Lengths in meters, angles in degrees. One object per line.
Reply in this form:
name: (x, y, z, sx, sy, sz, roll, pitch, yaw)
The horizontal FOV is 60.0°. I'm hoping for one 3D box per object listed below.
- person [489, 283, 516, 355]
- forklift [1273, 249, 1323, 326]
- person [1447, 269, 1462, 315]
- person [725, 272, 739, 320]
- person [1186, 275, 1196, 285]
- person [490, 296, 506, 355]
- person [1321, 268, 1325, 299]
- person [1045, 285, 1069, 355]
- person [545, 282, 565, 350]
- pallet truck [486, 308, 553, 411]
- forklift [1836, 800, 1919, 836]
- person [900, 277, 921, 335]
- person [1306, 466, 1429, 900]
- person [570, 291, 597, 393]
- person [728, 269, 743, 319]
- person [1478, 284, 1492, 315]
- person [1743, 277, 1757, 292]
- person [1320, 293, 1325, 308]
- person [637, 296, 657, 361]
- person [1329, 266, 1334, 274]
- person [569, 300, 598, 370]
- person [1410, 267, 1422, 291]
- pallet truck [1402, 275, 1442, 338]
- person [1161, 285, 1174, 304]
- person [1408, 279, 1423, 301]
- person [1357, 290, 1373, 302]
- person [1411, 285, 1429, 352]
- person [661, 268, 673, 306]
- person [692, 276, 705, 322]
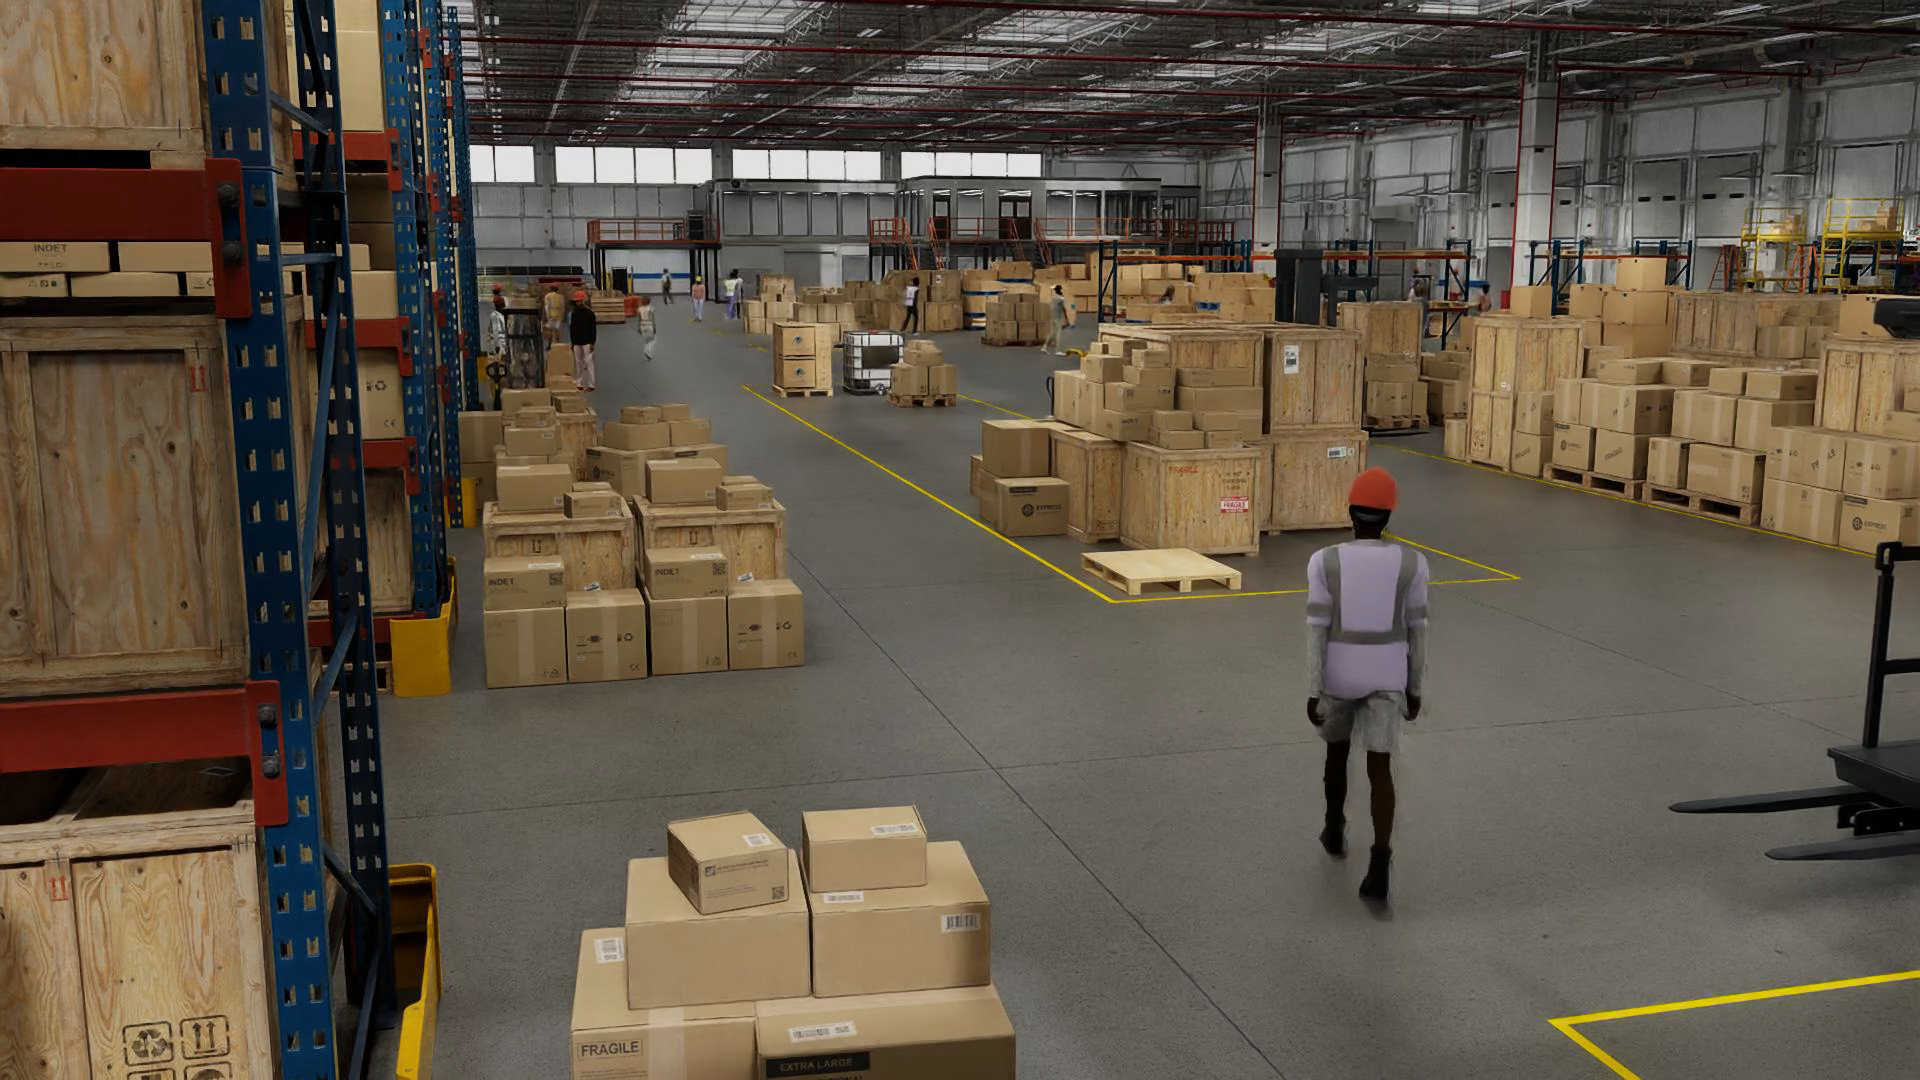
person: (-12.032, -5.779, 43.657, 0.801, 1.914, 0.549, 6, 11, 29)
forklift: (4.855, -2.824, 24.162, 1.873, 2.768, 1.129, -3, 10, -15)
person: (20.797, -10.454, 70.042, 0.631, 1.925, 1.066, 1, 10, 3)
person: (-8.937, -9.504, 64.850, 0.614, 1.882, 0.848, 6, 12, 31)
person: (8.252, -8.582, 59.737, 0.367, 1.852, 0.590, -6, 12, -31)
person: (-9.130, -3.885, 32.993, 0.337, 1.882, 0.585, 0, 10, -3)
person: (17.216, -12.066, 79.480, 0.431, 1.836, 0.619, -9, 14, -43)
person: (2.570, -5.801, 43.936, 0.439, 1.861, 0.685, -7, 12, -33)
person: (-11.189, -6.161, 45.893, 0.592, 1.870, 0.862, -5, 11, -27)
pallet truck: (-6.242, -2.418, 24.362, 0.823, 1.965, 1.885, 1, 10, 3)
forklift: (5.325, 0.103, 7.593, 1.873, 2.768, 1.129, -3, 10, -15)
person: (-1.610, -7.540, 53.717, 0.670, 1.885, 0.615, -7, 12, -34)
person: (1.824, 0.622, 7.474, 0.544, 1.897, 0.986, 1, 10, 7)
person: (-7.416, -3.882, 32.663, 0.622, 1.994, 0.381, 5, 11, 28)
person: (-8.896, -9.741, 65.933, 0.602, 1.961, 0.371, -4, 11, -21)
person: (16.579, -7.207, 52.358, 0.553, 1.675, 0.544, -9, 13, -42)
person: (24.551, -7.219, 51.799, 0.388, 1.914, 0.587, 2, 10, 14)
person: (8.533, -5.118, 39.819, 0.372, 1.940, 0.631, -4, 11, -23)
person: (-7.826, -5.284, 41.629, 0.543, 1.622, 0.375, 3, 11, 17)
person: (18.927, -13.043, 84.704, 0.604, 1.936, 0.580, -2, 10, -12)
person: (-8.803, -4.804, 38.811, 0.600, 1.672, 0.384, -3, 10, -17)
person: (21.097, -11.661, 76.979, 0.589, 1.894, 0.421, -1, 10, -6)
pallet truck: (14.620, -7.324, 52.145, 0.823, 1.965, 1.885, 8, 13, 40)
person: (4.767, -4.986, 38.786, 0.915, 2.000, 0.684, 0, 10, 0)
person: (13.045, -6.477, 47.578, 0.430, 1.928, 0.693, 9, 13, 42)
person: (12.048, -6.818, 49.722, 0.429, 1.843, 0.633, 9, 14, 42)
person: (10.999, -5.131, 39.895, 0.635, 1.936, 0.354, -9, 14, -43)
person: (-14.164, -12.206, 80.267, 0.465, 1.831, 0.517, 9, 14, 43)
person: (-9.959, -9.174, 63.337, 0.526, 1.746, 0.629, -1, 10, -6)
